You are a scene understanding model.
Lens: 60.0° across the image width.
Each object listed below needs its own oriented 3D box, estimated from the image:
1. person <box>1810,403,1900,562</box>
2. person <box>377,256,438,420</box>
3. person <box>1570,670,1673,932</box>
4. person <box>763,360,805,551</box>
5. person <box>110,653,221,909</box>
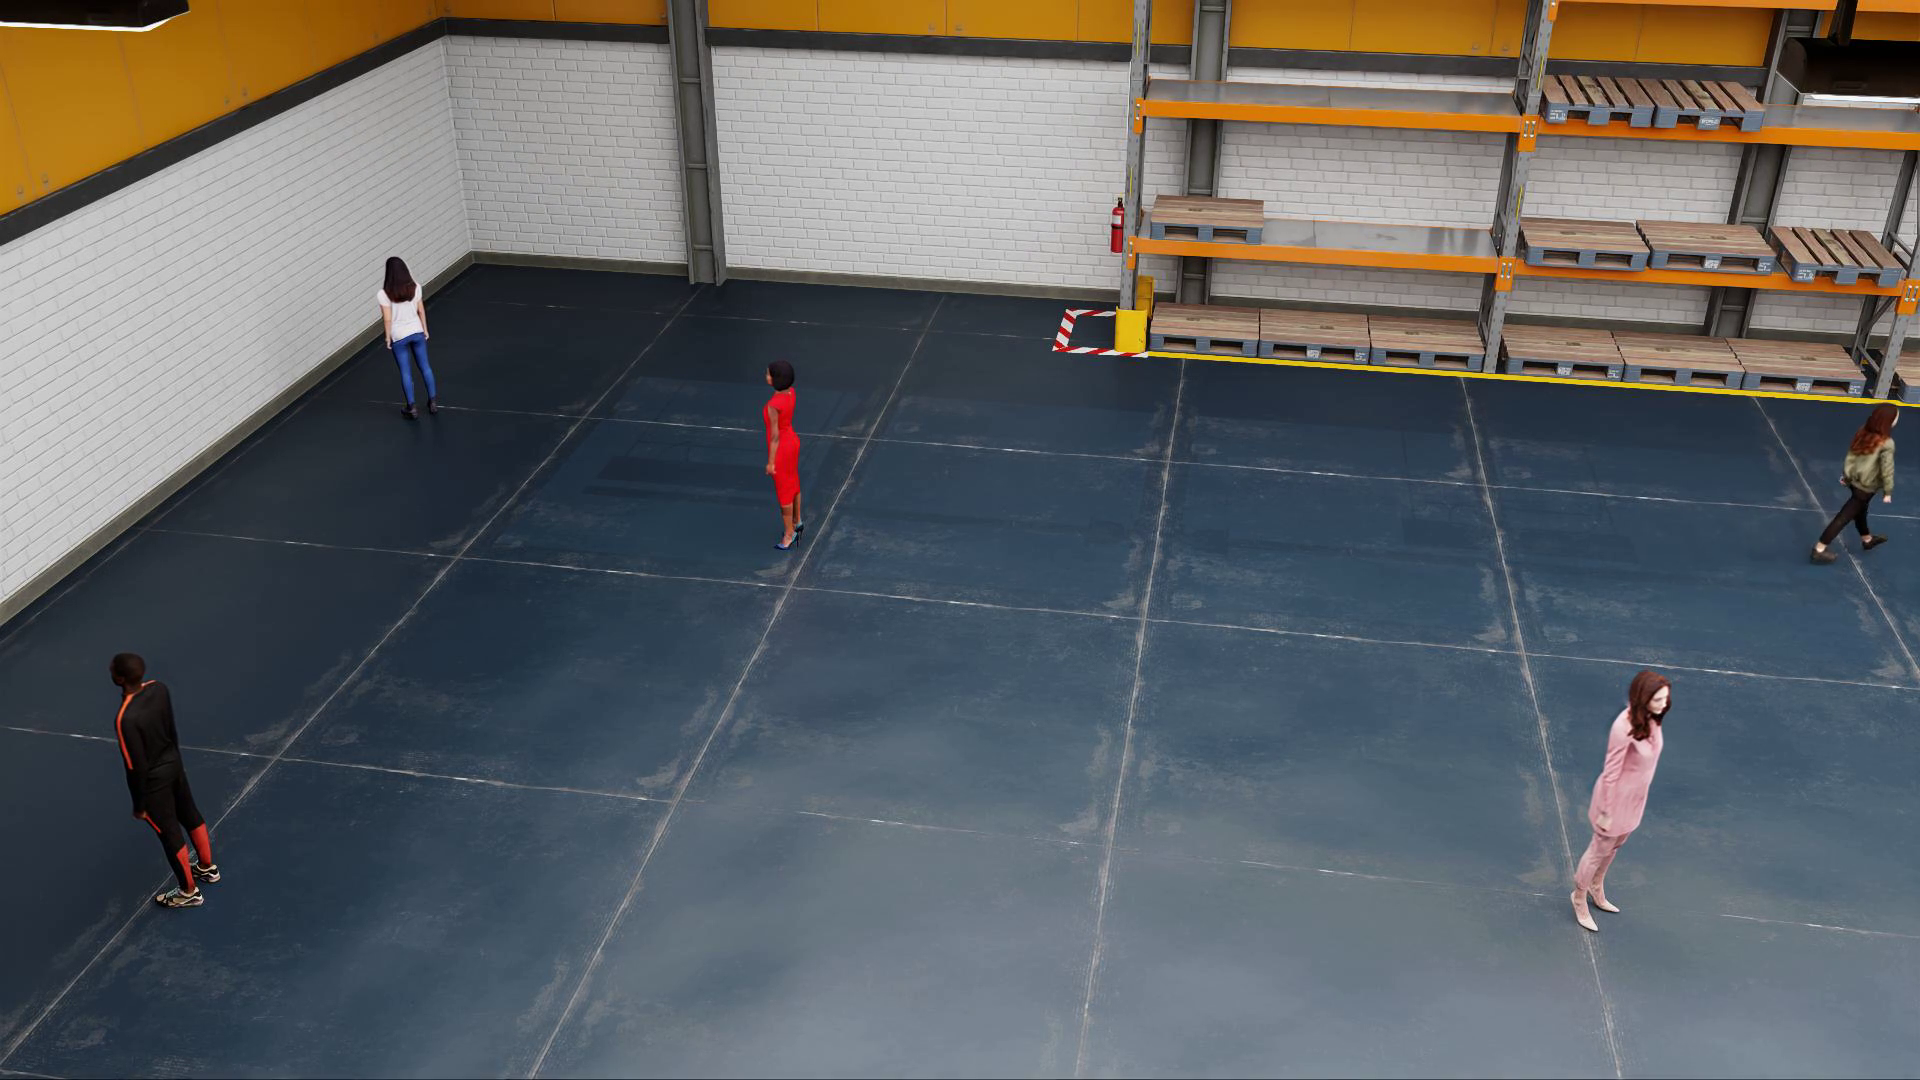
[{"bbox_3d":[7.614,-0.457,14.159,1.065,1.432,0.791,-4,29,-6],"label":"person"},{"bbox_3d":[-5.580,-2.035,16.792,0.678,1.680,0.728,-21,35,-33],"label":"person"},{"bbox_3d":[4.001,1.556,10.083,0.693,1.801,0.732,-22,35,-34],"label":"person"},{"bbox_3d":[-1.517,-0.741,14.355,0.515,1.743,0.580,7,29,13],"label":"person"},{"bbox_3d":[-4.929,1.460,10.252,0.518,1.807,0.614,5,29,9],"label":"person"}]
